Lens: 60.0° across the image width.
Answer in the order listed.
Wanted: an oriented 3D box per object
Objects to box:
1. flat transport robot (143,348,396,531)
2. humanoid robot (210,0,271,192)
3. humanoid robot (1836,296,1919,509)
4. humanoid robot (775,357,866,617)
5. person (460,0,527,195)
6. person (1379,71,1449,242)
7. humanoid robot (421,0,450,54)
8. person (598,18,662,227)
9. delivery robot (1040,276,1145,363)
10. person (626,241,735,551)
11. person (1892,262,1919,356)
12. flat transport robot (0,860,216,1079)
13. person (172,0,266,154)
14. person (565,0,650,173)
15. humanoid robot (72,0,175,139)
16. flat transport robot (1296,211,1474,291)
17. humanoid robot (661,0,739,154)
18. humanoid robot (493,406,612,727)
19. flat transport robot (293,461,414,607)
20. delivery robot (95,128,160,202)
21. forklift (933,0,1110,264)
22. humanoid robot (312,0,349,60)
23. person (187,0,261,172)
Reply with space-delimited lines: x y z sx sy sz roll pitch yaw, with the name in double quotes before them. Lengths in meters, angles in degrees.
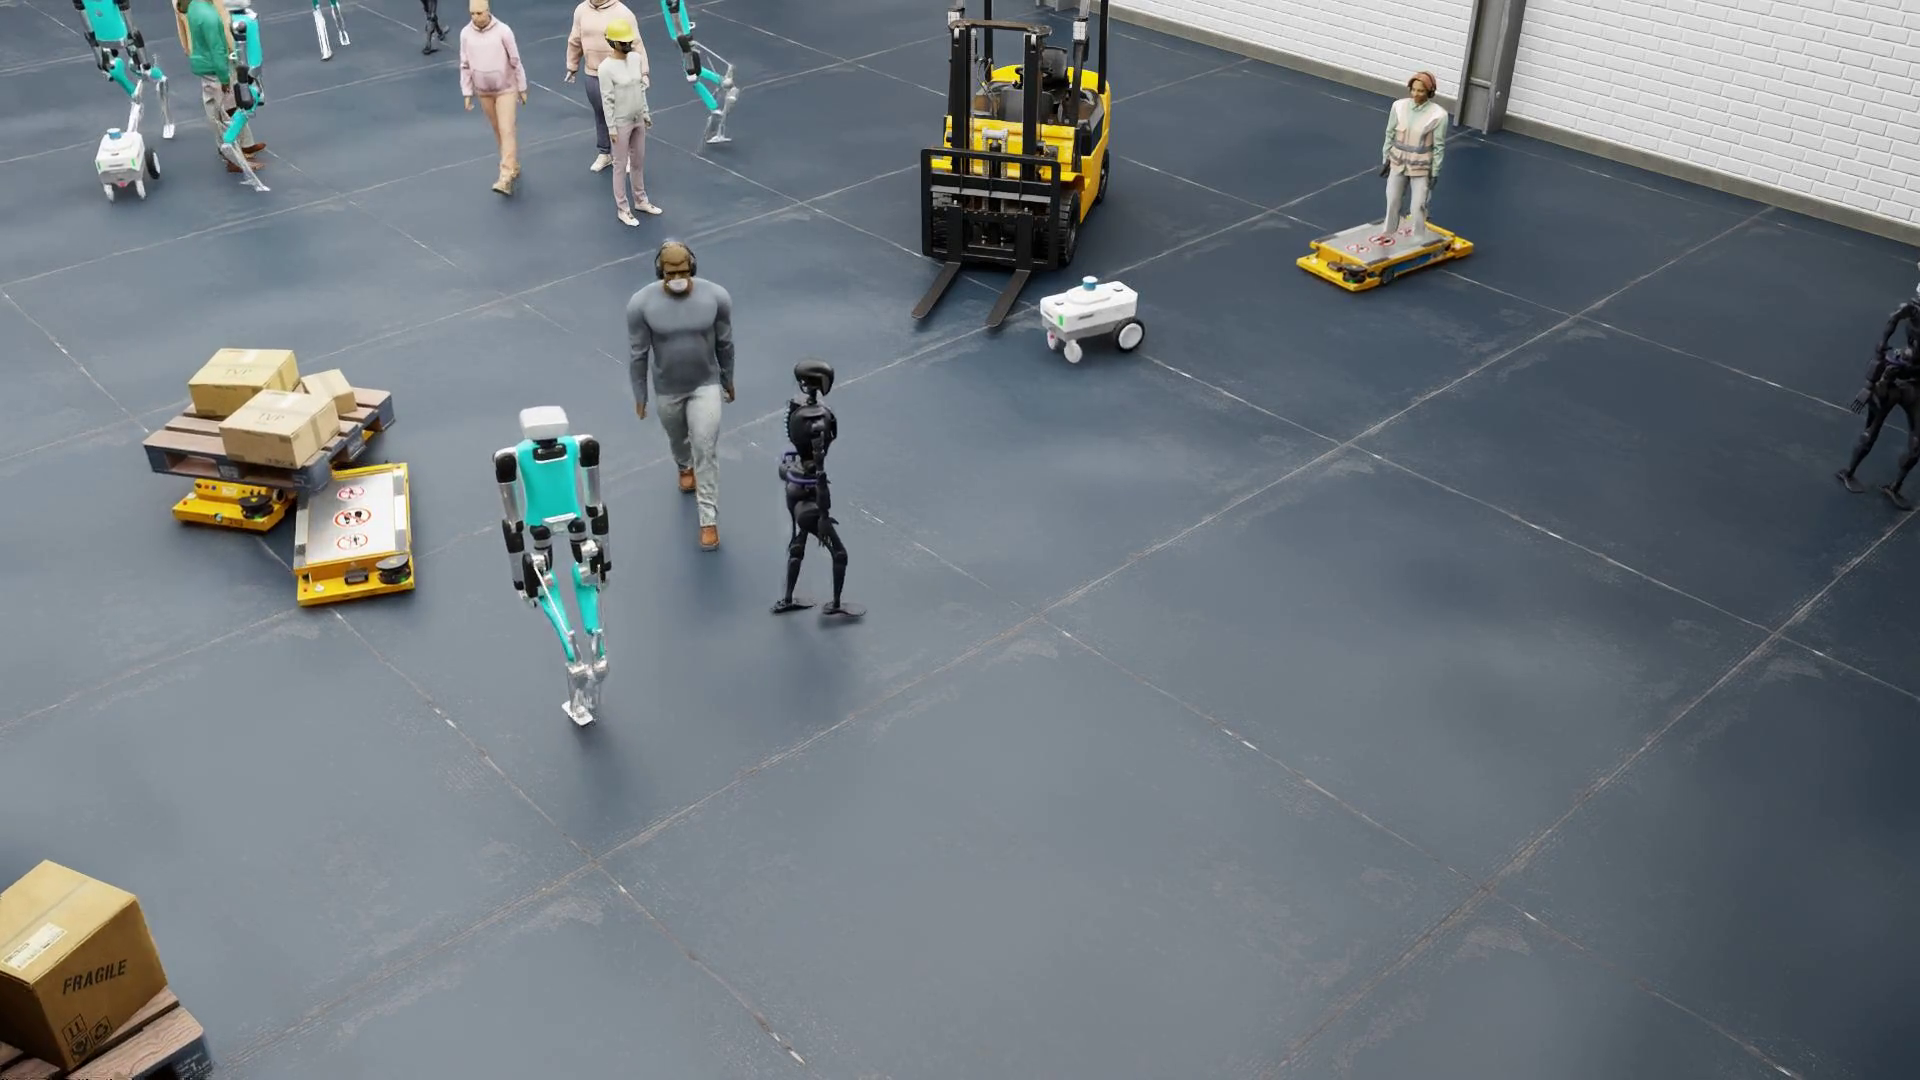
"flat transport robot" -4.495 -0.537 10.999 0.659 0.231 1.431 7 34 11
"humanoid robot" -6.561 -4.013 14.989 0.727 1.773 0.530 -4 33 -7
"humanoid robot" 5.929 -0.976 10.390 0.609 1.637 0.602 -4 33 -6
"humanoid robot" -0.813 -0.287 9.332 0.587 1.639 0.589 -9 34 -13
"person" -4.219 -4.004 14.976 0.534 1.737 0.902 5 33 8
"person" 3.677 -3.014 13.556 0.519 1.632 0.313 25 41 33
"humanoid robot" -6.019 -6.377 18.722 0.602 1.622 0.774 9 34 14
"person" -2.858 -3.611 14.351 0.313 1.768 0.524 18 37 25
"delivery robot" 1.003 -1.682 12.514 0.785 0.613 0.523 -16 36 -23
"person" -1.685 -0.977 10.184 0.643 1.908 0.961 -6 34 -9
"person" 7.186 -2.020 11.964 0.534 1.699 0.318 3 33 4
"flat transport robot" -3.751 2.275 6.677 1.431 0.231 0.659 26 41 34
"person" -7.067 -4.572 15.729 0.555 1.877 0.401 7 34 10
"person" -3.244 -4.336 15.380 0.809 1.860 0.420 5 33 8
"humanoid robot" -7.937 -4.636 15.963 0.547 1.766 0.960 3 33 4
"flat transport robot" 3.562 -2.420 13.892 1.431 0.231 0.659 -21 38 -29
"humanoid robot" -2.410 -4.516 15.828 0.767 1.843 0.532 -6 34 -9
"humanoid robot" -1.972 0.230 8.477 0.556 1.772 0.755 -15 36 -22
"flat transport robot" -3.751 -0.089 10.310 0.659 0.231 1.431 -9 34 -14
"delivery robot" -7.684 -3.475 15.267 0.499 0.612 0.796 -10 34 -15
"forklift" 0.570 -3.725 14.138 1.214 2.155 2.313 9 34 13
"humanoid robot" -7.088 -6.263 18.514 0.562 1.838 0.856 -8 34 -12
"person" -6.891 -4.335 15.413 0.432 1.835 0.505 -22 39 -30
